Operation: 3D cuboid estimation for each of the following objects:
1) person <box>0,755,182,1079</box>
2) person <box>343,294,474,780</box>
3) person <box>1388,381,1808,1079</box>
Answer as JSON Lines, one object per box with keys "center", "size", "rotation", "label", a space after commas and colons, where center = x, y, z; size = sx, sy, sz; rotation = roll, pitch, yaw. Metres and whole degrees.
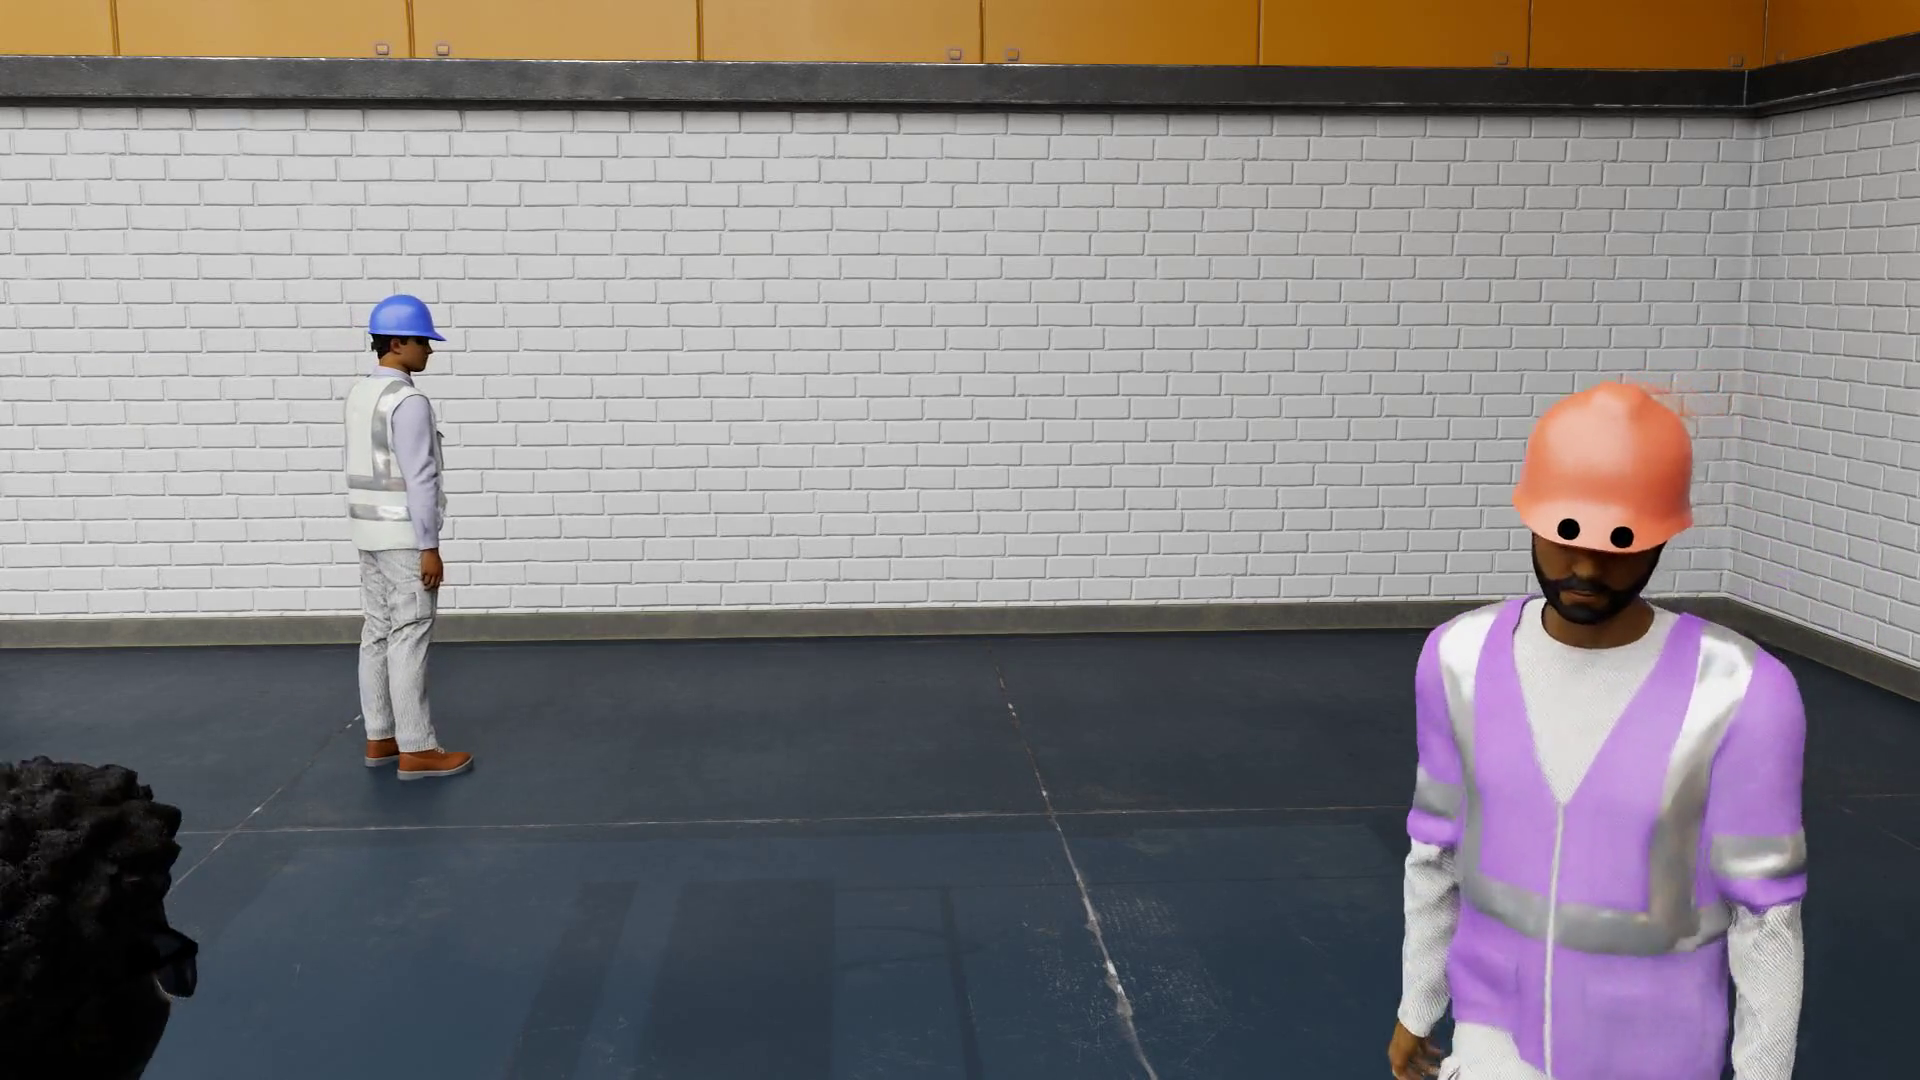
{"center": [-0.652, 0.982, 1.289], "size": [0.541, 1.683, 0.437], "rotation": [2, 9, 13], "label": "person"}
{"center": [-2.260, -0.013, 6.740], "size": [0.402, 1.943, 0.608], "rotation": [-8, 12, -41], "label": "person"}
{"center": [0.964, 0.692, 2.517], "size": [0.590, 1.895, 0.906], "rotation": [7, 11, 37], "label": "person"}
